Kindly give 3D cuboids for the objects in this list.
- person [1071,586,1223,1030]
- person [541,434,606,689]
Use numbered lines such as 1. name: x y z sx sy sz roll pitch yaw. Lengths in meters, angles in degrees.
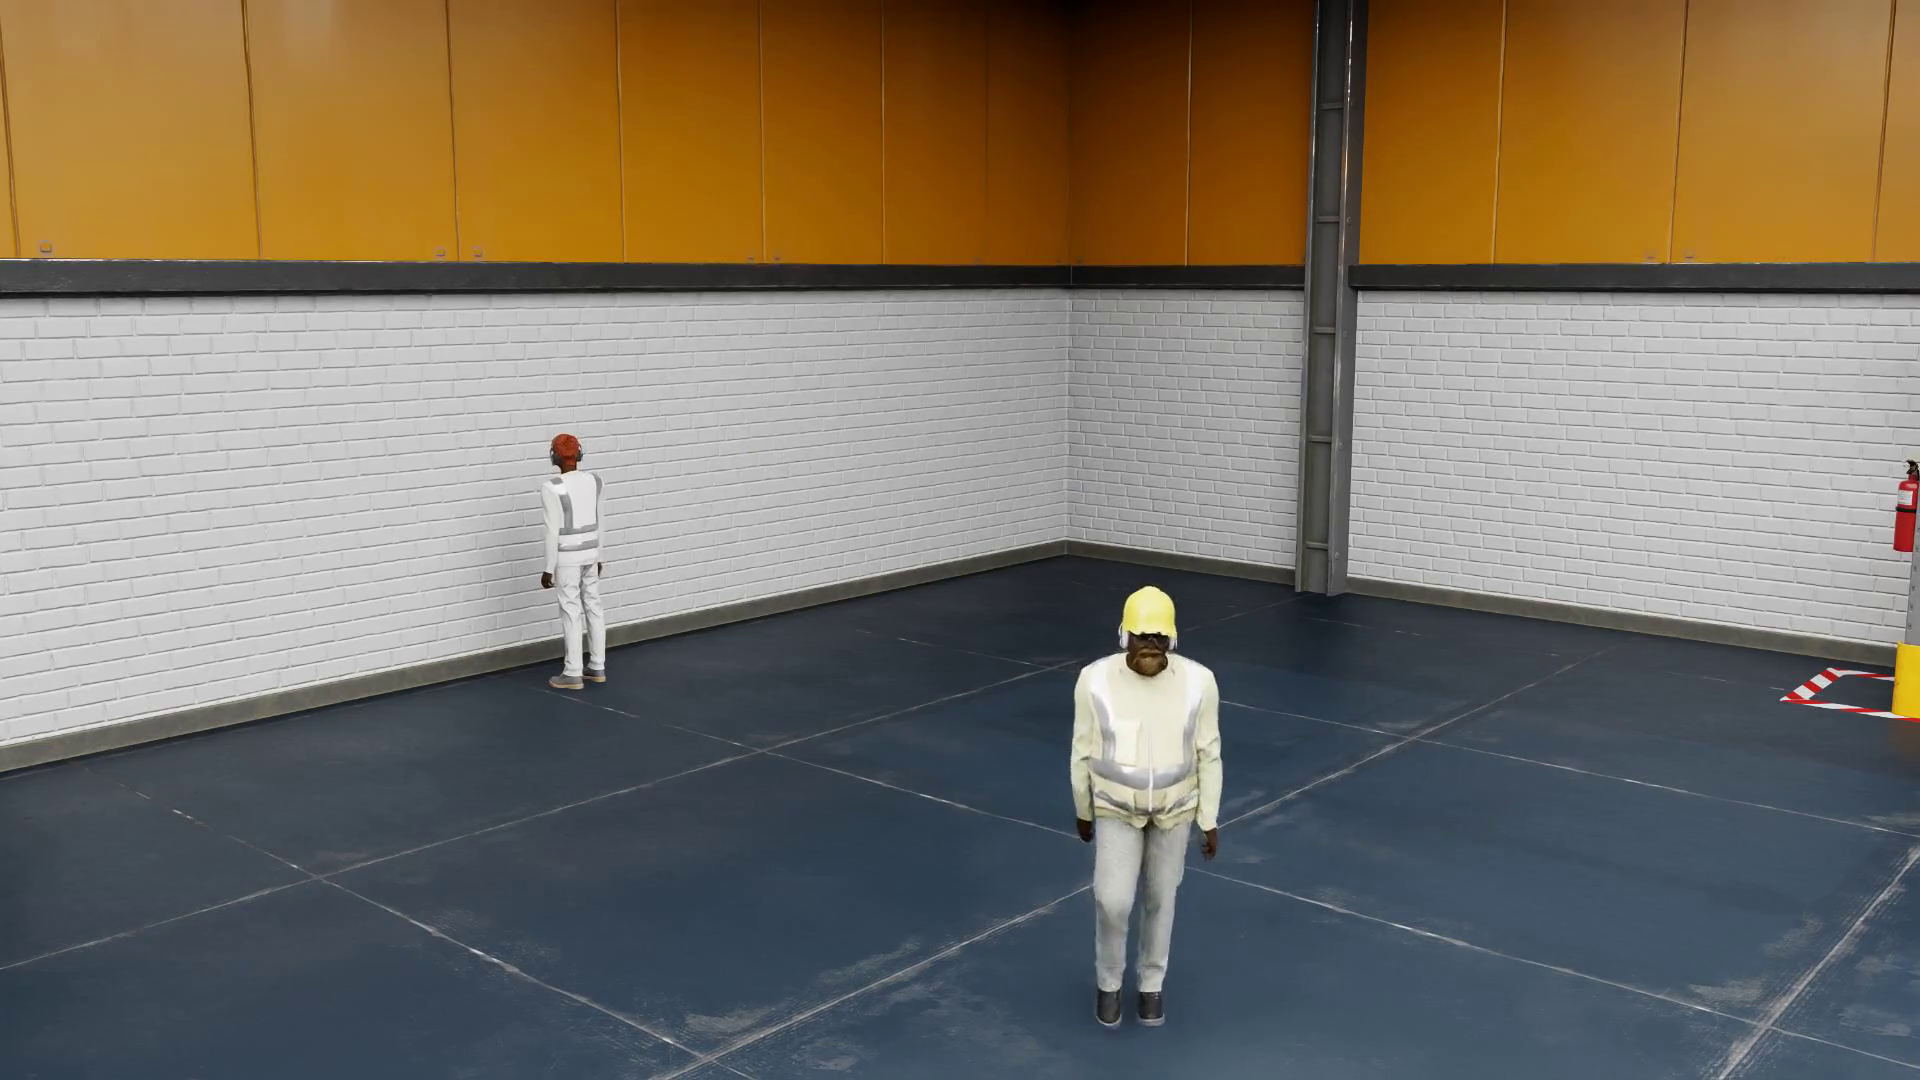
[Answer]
1. person: 0.747 1.078 6.646 0.593 1.814 0.474 0 9 -1
2. person: -2.844 0.156 12.233 0.362 1.883 0.575 6 11 34
